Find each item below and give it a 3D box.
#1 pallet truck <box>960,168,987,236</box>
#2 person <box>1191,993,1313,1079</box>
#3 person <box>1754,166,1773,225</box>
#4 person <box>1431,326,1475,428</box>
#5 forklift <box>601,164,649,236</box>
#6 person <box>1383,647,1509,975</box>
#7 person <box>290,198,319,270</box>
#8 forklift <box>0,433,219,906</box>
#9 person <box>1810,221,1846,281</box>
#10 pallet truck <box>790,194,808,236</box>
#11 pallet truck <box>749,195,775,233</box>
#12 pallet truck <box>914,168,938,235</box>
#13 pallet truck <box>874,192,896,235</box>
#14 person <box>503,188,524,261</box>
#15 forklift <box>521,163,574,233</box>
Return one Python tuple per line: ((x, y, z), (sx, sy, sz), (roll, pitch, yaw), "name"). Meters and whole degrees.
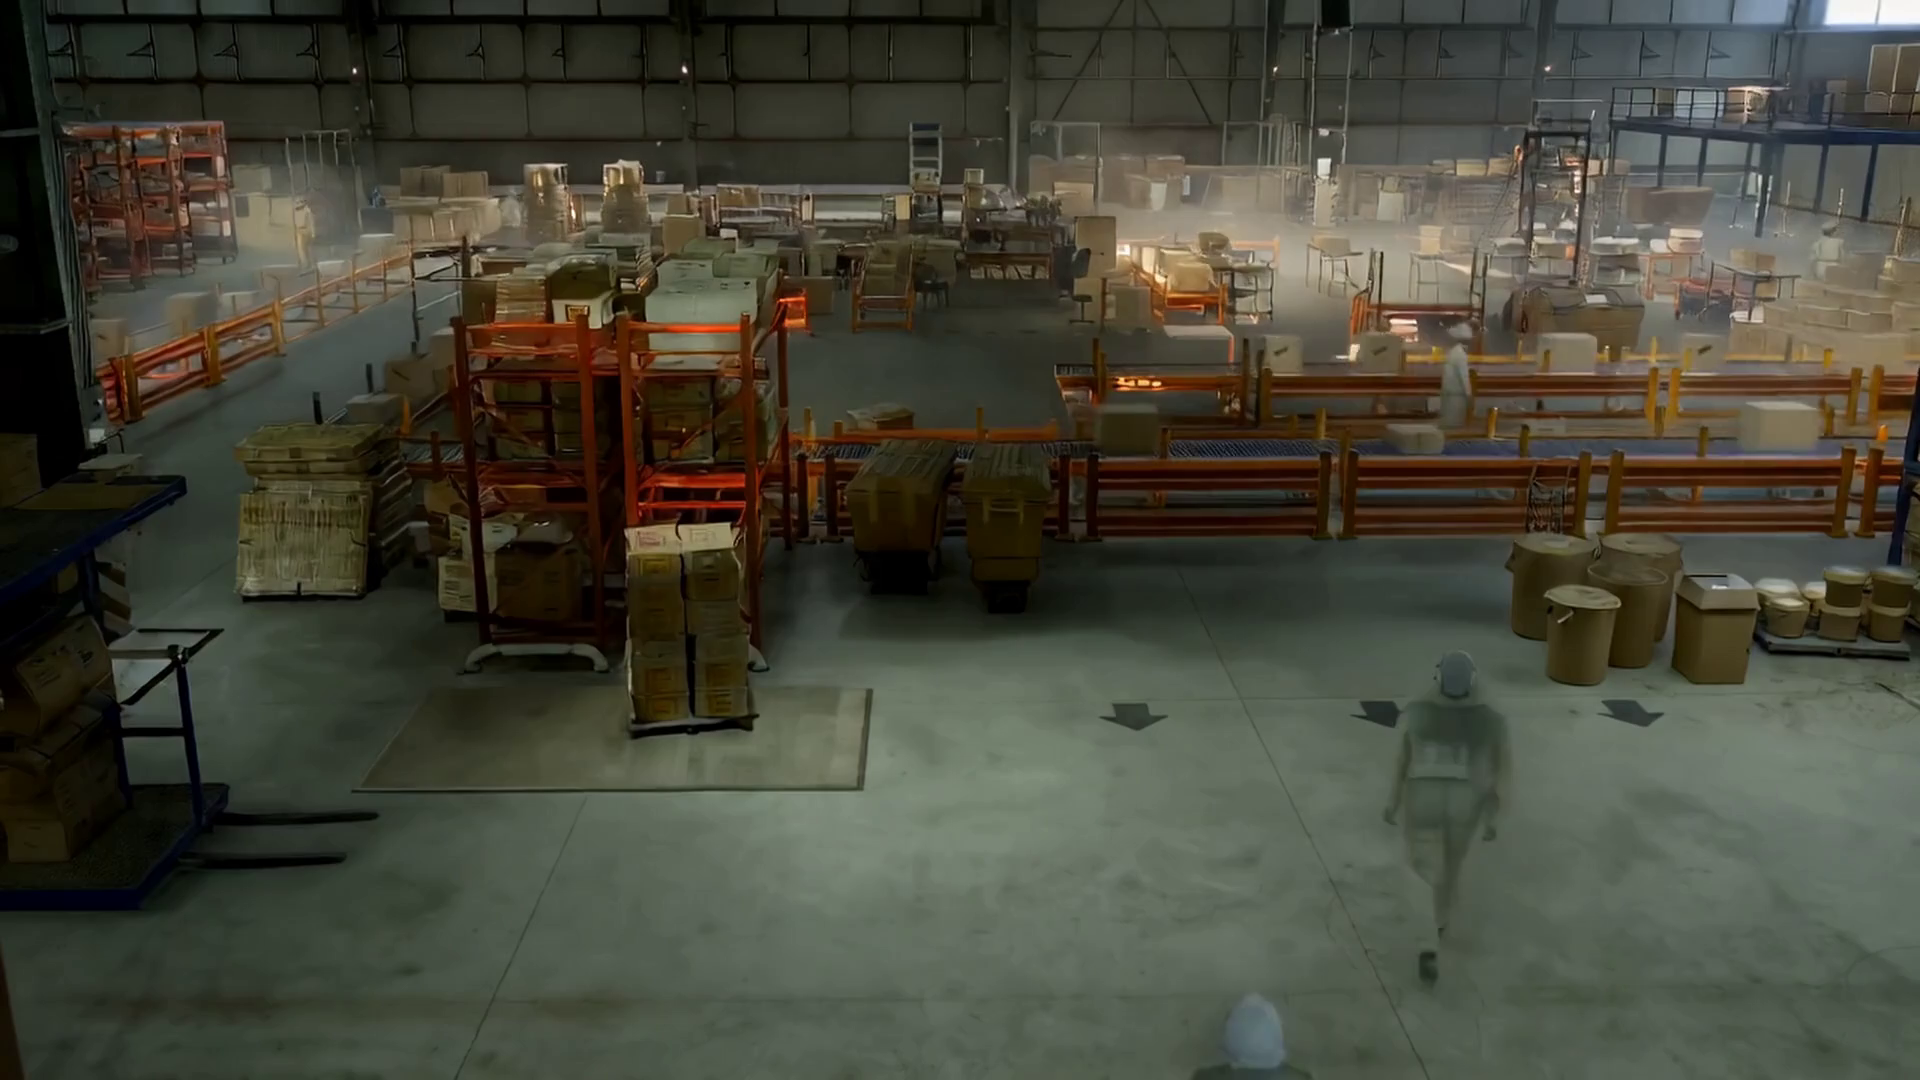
((0.383, -10.230, 50.206), (0.823, 1.965, 1.885), (-1, 16, -3), "pallet truck")
((1.142, 2.515, 6.626), (0.519, 1.581, 0.860), (0, 16, 1), "person")
((25.763, -11.038, 53.235), (0.583, 1.879, 0.347), (-8, 18, -25), "person")
((6.571, -1.971, 22.006), (0.923, 1.718, 0.527), (1, 16, 5), "person")
((-9.948, -10.127, 49.296), (1.157, 1.987, 2.680), (-1, 16, -3), "forklift")
((2.767, 1.535, 9.538), (0.654, 1.876, 0.882), (2, 16, 8), "person")
((-16.492, -7.737, 41.910), (0.615, 1.797, 0.742), (1, 16, 3), "person")
((-5.952, 0.780, 10.366), (1.873, 2.768, 1.129), (0, 16, -1), "forklift")
((17.353, -5.346, 33.235), (0.624, 2.007, 0.895), (3, 16, 10), "person")
((-4.814, -9.883, 50.259), (0.704, 1.261, 1.522), (-1, 16, -3), "pallet truck")
((-6.051, -9.967, 50.660), (0.680, 1.201, 1.601), (0, 16, -1), "pallet truck")
((-0.989, -10.316, 50.507), (0.823, 1.965, 1.885), (1, 16, 3), "pallet truck")
((-2.277, -9.986, 50.594), (0.653, 1.274, 1.630), (0, 16, -1), "pallet truck")
((-11.667, -8.184, 43.277), (0.528, 1.895, 0.647), (-12, 20, -37), "person")
((-12.233, -10.122, 49.298), (1.157, 1.987, 2.680), (0, 16, -1), "forklift")
